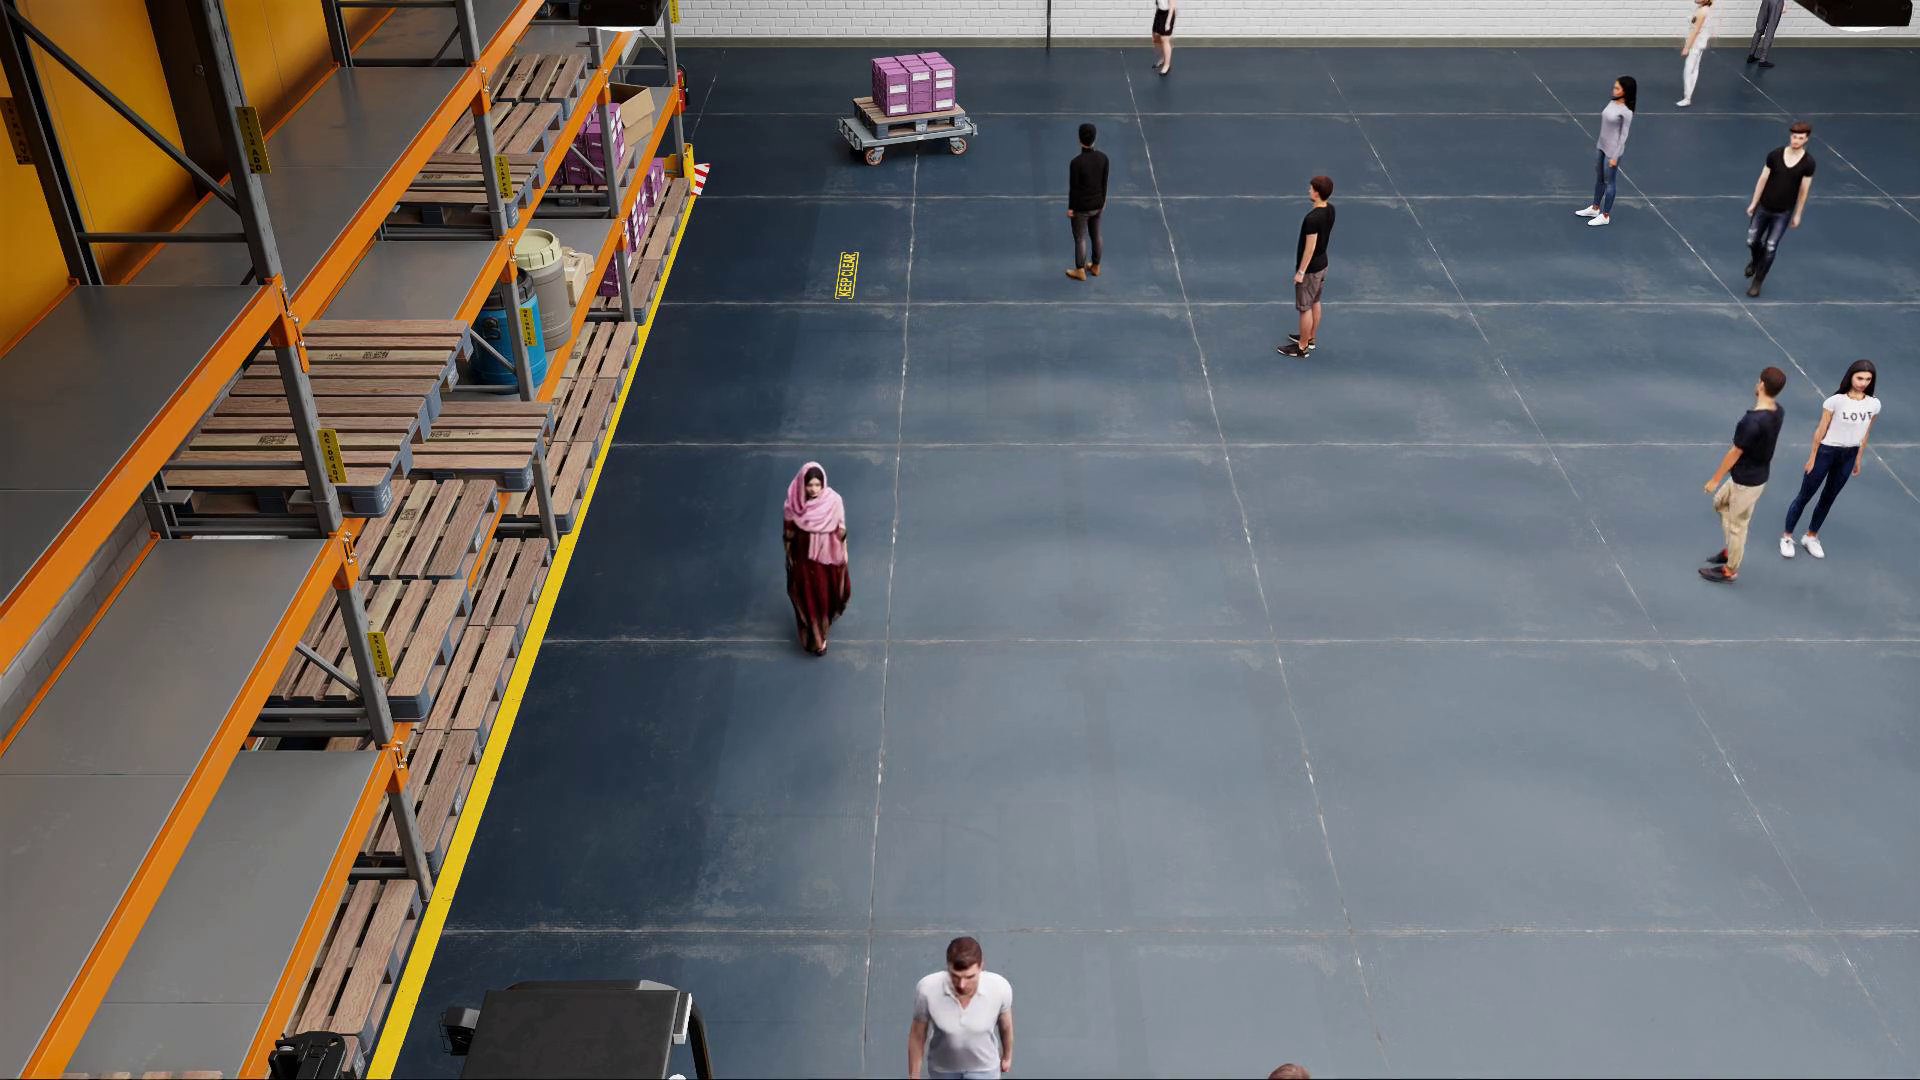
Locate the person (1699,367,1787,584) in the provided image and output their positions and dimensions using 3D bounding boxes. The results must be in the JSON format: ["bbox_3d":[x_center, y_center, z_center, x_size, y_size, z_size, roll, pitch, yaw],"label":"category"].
[{"bbox_3d":[6.278,-0.450,13.068,0.862,1.830,0.774,20,39,28],"label":"person"}]

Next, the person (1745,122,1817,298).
[{"bbox_3d":[8.693,-3.553,17.684,0.931,1.887,1.008,23,40,30],"label":"person"}]

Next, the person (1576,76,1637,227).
[{"bbox_3d":[7.553,-4.523,19.275,0.694,1.741,0.501,-4,34,-6],"label":"person"}]

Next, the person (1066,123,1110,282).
[{"bbox_3d":[1.381,-3.659,17.992,0.725,1.723,0.721,-18,38,-25],"label":"person"}]

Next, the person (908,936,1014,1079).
[{"bbox_3d":[0.020,2.605,8.486,0.714,1.813,1.056,3,34,5],"label":"person"}]

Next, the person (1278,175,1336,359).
[{"bbox_3d":[3.480,-2.712,16.442,0.832,1.862,0.711,19,38,26],"label":"person"}]

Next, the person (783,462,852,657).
[{"bbox_3d":[-1.080,0.077,12.461,0.684,1.623,0.791,-4,34,-6],"label":"person"}]

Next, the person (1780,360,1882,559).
[{"bbox_3d":[7.040,-0.655,13.427,0.585,1.774,0.502,0,34,0],"label":"person"}]

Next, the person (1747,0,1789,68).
[{"bbox_3d":[11.821,-7.796,24.164,0.702,1.780,0.561,-12,36,-18],"label":"person"}]

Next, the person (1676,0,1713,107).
[{"bbox_3d":[10.134,-6.823,22.820,0.701,1.648,0.849,-29,43,-36],"label":"person"}]

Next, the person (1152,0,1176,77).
[{"bbox_3d":[2.941,-7.433,23.768,0.826,1.613,0.724,-9,35,-13],"label":"person"}]
